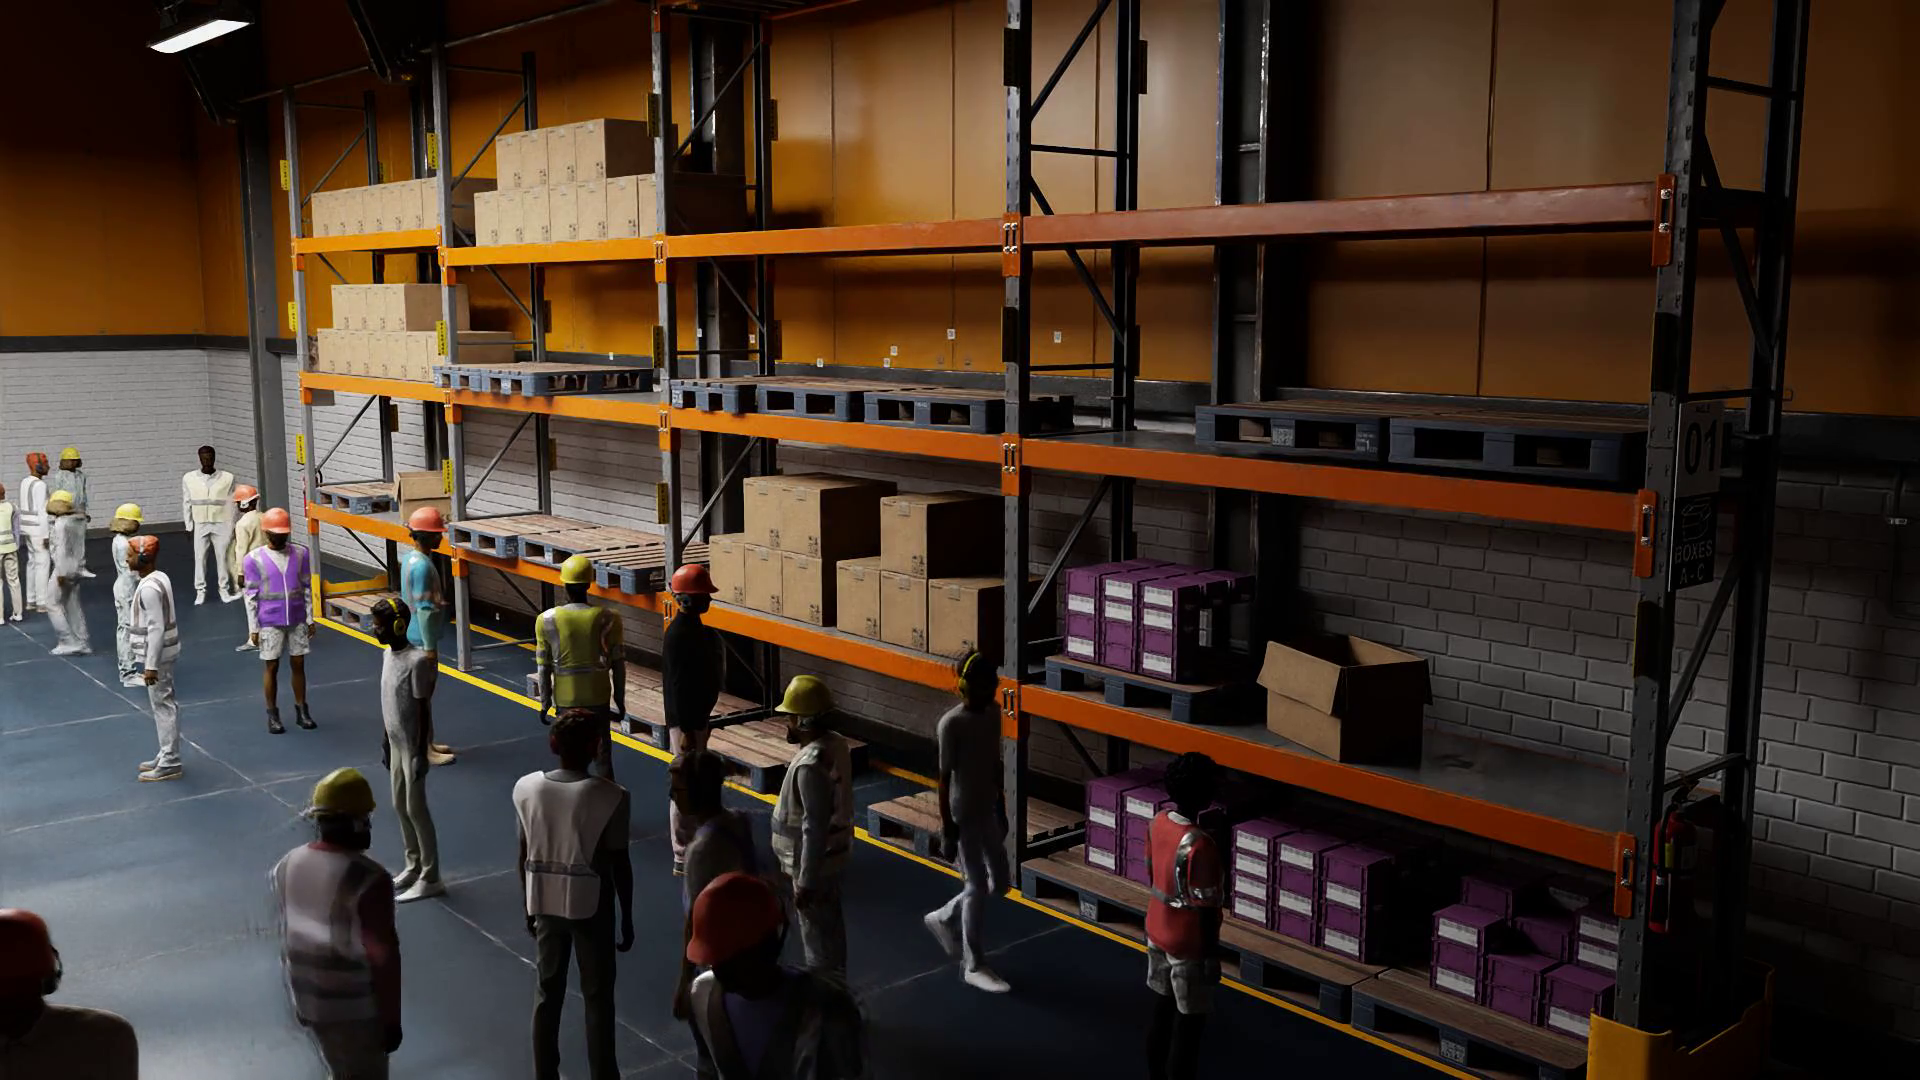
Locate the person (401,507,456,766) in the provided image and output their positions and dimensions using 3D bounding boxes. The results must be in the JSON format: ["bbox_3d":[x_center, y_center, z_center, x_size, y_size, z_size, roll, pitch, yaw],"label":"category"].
[{"bbox_3d":[-4.187,0.752,13.117,0.395,2.038,0.615,-3,9,-23],"label":"person"}]

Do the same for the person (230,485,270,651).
[{"bbox_3d":[-7.403,0.287,17.384,0.353,1.743,0.568,1,8,8],"label":"person"}]

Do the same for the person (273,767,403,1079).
[{"bbox_3d":[-2.494,1.821,6.539,0.603,1.801,0.726,4,9,27],"label":"person"}]

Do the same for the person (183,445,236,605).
[{"bbox_3d":[-9.037,-0.186,20.062,0.587,1.920,0.393,-4,9,-25],"label":"person"}]

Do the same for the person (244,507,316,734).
[{"bbox_3d":[-5.724,0.675,14.060,0.549,1.927,0.393,-7,11,-41],"label":"person"}]

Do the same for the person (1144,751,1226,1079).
[{"bbox_3d":[0.996,1.758,7.312,0.315,1.696,0.541,-3,9,-20],"label":"person"}]

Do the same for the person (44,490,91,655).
[{"bbox_3d":[-9.211,0.346,17.152,0.413,1.697,0.576,-1,8,-9],"label":"person"}]

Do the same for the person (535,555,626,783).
[{"bbox_3d":[-2.577,1.061,11.346,0.594,1.930,0.353,-2,8,-15],"label":"person"}]

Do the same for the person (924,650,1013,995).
[{"bbox_3d":[0.046,1.468,8.812,0.510,1.845,0.535,6,10,35],"label":"person"}]

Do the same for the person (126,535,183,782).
[{"bbox_3d":[-6.139,0.894,12.677,0.362,1.883,0.575,-3,9,-20],"label":"person"}]

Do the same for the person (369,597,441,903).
[{"bbox_3d":[-3.406,1.270,10.180,0.346,1.856,0.523,-8,11,-43],"label":"person"}]

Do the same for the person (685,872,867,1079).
[{"bbox_3d":[-0.505,1.925,5.169,0.639,1.997,0.819,4,9,24],"label":"person"}]

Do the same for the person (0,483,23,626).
[{"bbox_3d":[-10.819,0.146,18.727,0.306,1.637,0.523,4,9,23],"label":"person"}]

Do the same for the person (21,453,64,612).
[{"bbox_3d":[-10.835,-0.092,19.568,0.574,1.877,0.350,8,11,44],"label":"person"}]

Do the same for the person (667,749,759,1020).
[{"bbox_3d":[-0.947,1.755,6.908,0.500,1.823,0.532,1,8,9],"label":"person"}]

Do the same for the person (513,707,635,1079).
[{"bbox_3d":[-1.730,1.671,7.464,0.562,1.835,0.389,2,8,14],"label":"person"}]

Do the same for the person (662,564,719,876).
[{"bbox_3d":[-1.704,1.138,10.595,0.376,1.995,0.612,0,8,0],"label":"person"}]

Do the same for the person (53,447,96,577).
[{"bbox_3d":[-11.592,-0.344,21.765,0.294,1.744,0.487,2,9,16],"label":"person"}]

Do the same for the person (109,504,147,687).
[{"bbox_3d":[-7.868,0.519,15.798,0.309,1.735,0.484,-5,9,-30],"label":"person"}]

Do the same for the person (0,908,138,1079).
[{"bbox_3d":[-2.627,1.990,4.716,0.618,1.986,0.408,-4,9,-24],"label":"person"}]

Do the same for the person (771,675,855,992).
[{"bbox_3d":[-0.723,1.565,8.188,0.403,1.830,0.600,1,8,6],"label":"person"}]
